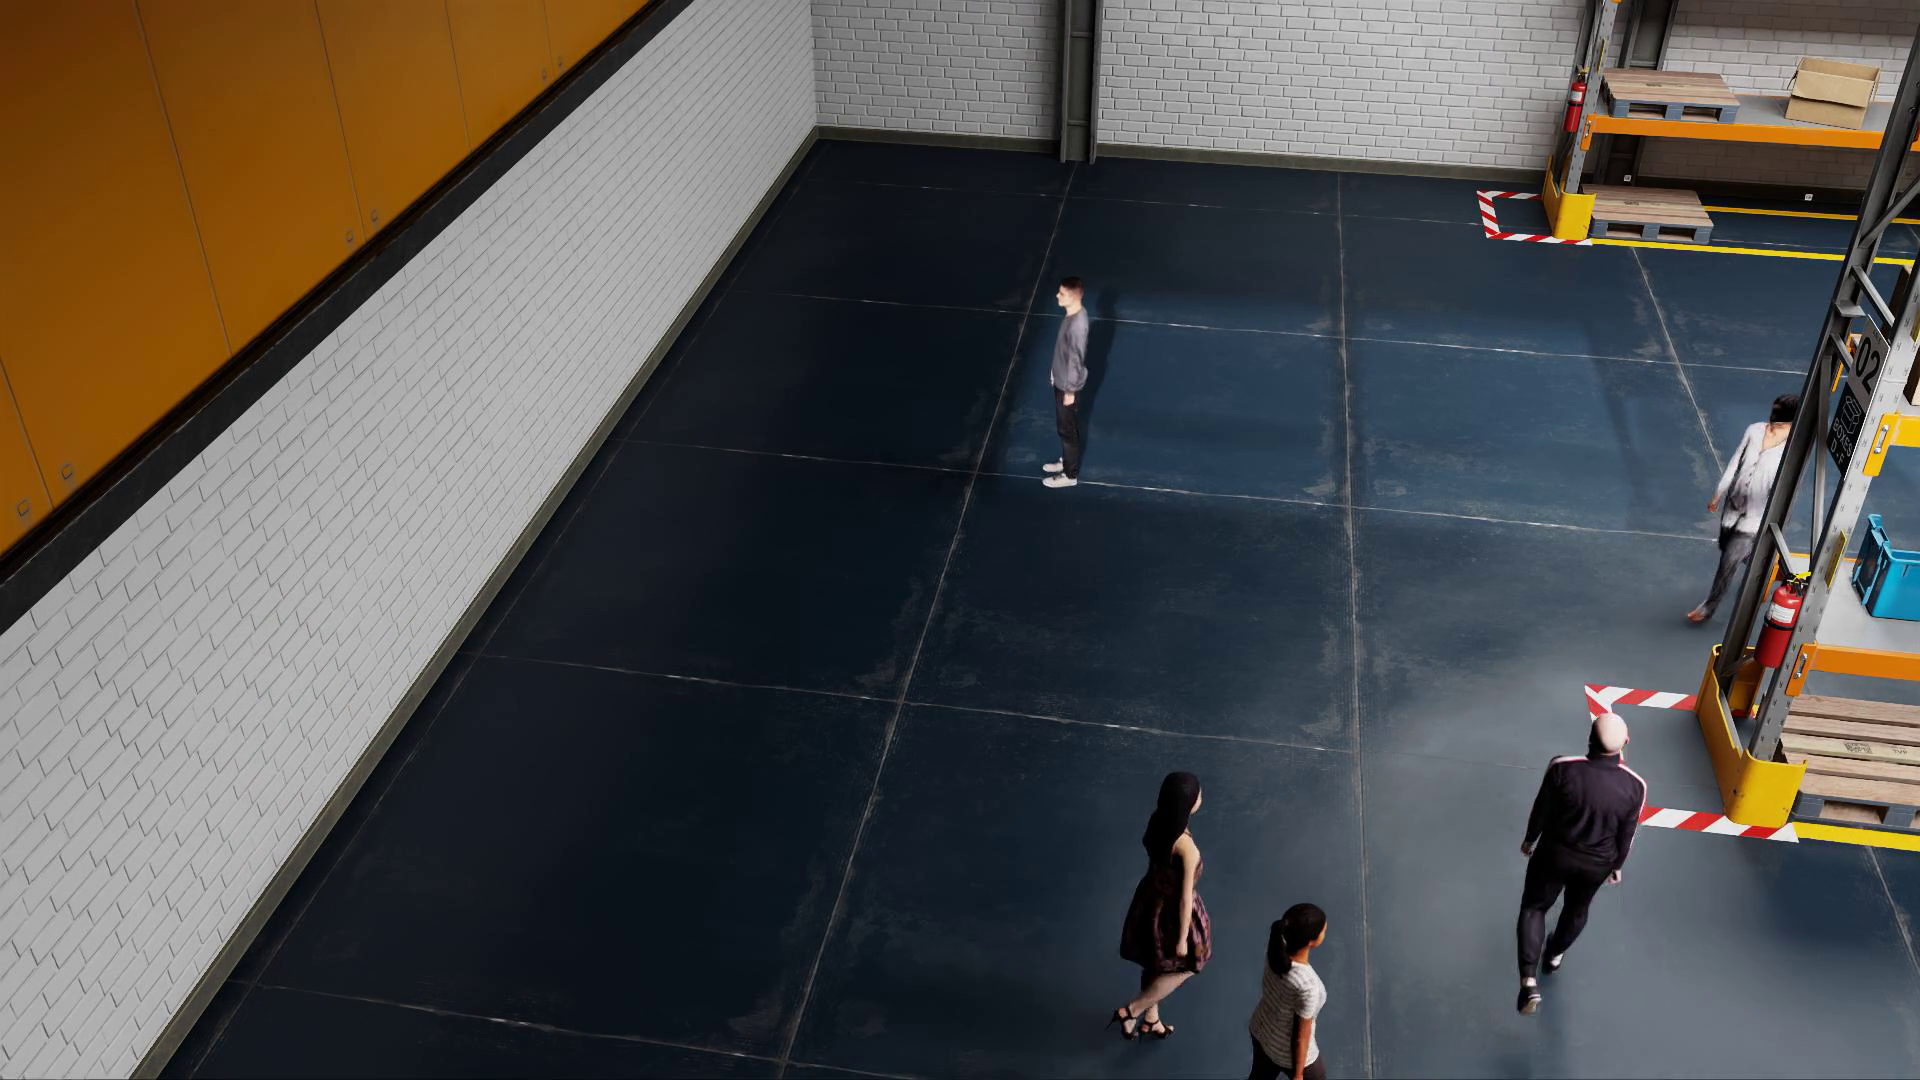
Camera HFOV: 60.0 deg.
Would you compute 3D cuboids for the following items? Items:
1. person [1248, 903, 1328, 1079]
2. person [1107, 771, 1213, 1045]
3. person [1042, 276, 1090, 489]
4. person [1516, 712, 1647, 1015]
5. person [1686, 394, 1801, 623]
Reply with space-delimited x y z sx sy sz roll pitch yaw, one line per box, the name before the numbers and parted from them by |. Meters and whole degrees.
person | 1.434 2.351 7.739 0.746 1.630 0.717 -11 35 -16
person | 0.965 1.906 8.291 0.910 1.760 0.832 -14 36 -19
person | 0.876 -1.264 13.058 0.628 1.762 0.668 -1 34 -2
person | 3.159 1.704 8.547 1.038 1.812 0.831 11 35 17
person | 5.547 -0.259 11.563 1.125 1.744 1.026 -18 38 -25
